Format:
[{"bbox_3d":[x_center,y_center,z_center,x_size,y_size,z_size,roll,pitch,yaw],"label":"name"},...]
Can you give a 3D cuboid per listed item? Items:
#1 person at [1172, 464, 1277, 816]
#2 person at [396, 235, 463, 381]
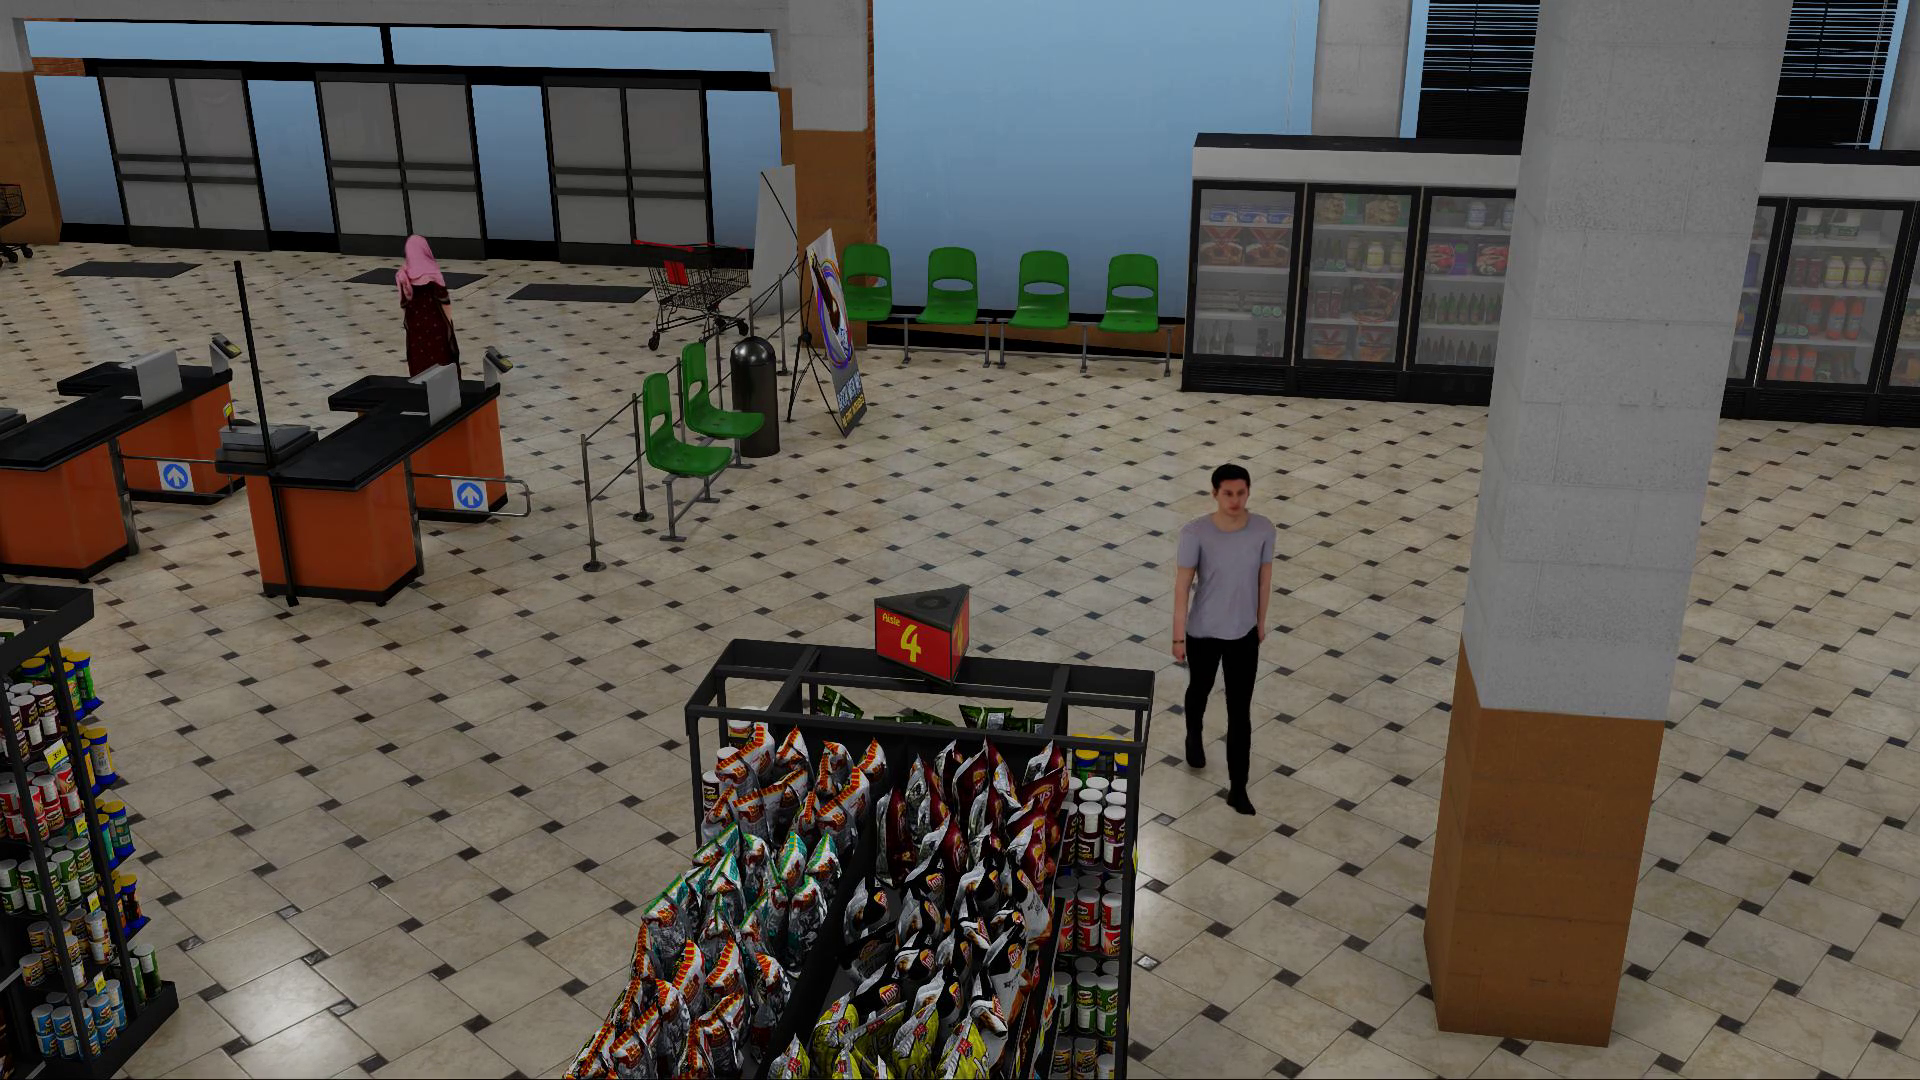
[{"bbox_3d":[1.357,0.456,8.771,0.854,1.815,1.242,-1,22,-2],"label":"person"},{"bbox_3d":[-4.796,-1.949,14.997,0.642,1.636,0.576,4,22,9],"label":"person"}]
